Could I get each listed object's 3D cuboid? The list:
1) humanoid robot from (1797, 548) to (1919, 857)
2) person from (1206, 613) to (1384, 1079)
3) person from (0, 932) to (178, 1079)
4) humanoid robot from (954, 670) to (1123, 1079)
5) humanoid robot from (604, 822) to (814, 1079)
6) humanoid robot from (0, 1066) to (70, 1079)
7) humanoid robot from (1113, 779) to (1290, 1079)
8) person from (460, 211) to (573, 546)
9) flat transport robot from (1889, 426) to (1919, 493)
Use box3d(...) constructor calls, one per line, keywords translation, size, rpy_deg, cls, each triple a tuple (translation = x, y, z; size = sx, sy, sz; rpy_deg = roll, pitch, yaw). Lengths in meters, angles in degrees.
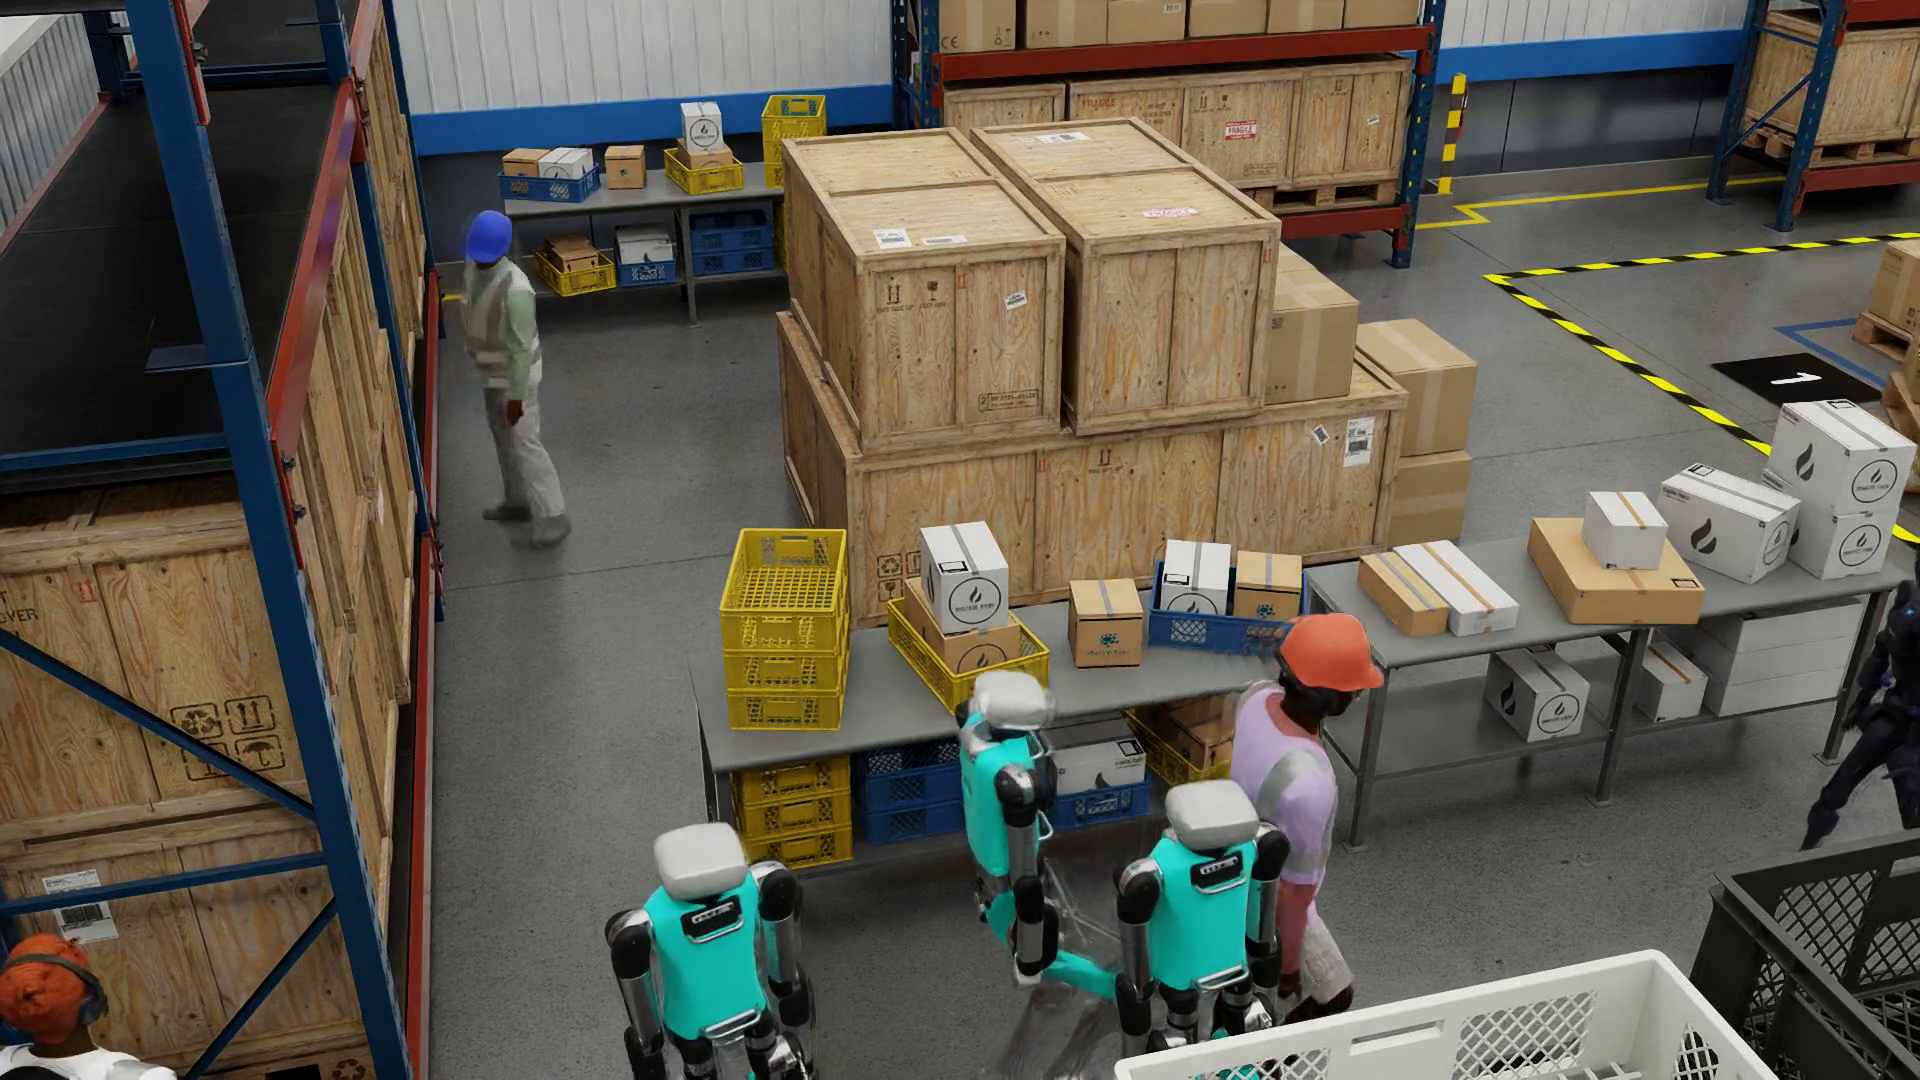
box3d(translation=(3.666, 0.726, 6.405), size=(0.786, 1.639, 0.608), rpy_deg=(0, 29, 0), cls="humanoid robot")
box3d(translation=(1.039, 1.106, 5.296), size=(0.515, 2.019, 0.632), rpy_deg=(-6, 29, -11), cls="person")
box3d(translation=(-2.106, 1.760, 4.256), size=(0.586, 1.882, 0.362), rpy_deg=(3, 29, 5), cls="person")
box3d(translation=(0.335, 1.199, 5.445), size=(0.724, 1.817, 0.546), rpy_deg=(-8, 30, -15), cls="humanoid robot")
box3d(translation=(-0.593, 1.623, 4.632), size=(0.542, 1.742, 0.946), rpy_deg=(-16, 33, -26), cls="humanoid robot")
box3d(translation=(-2.150, 1.920, 4.161), size=(0.380, 1.648, 0.591), rpy_deg=(2, 29, 4), cls="humanoid robot")
box3d(translation=(0.777, 1.532, 4.710), size=(0.531, 1.689, 0.737), rpy_deg=(-13, 31, -22), cls="humanoid robot")
box3d(translation=(-2.449, -0.892, 9.047), size=(0.376, 1.904, 0.720), rpy_deg=(-19, 34, -30), cls="person")
box3d(translation=(5.961, -0.454, 9.912), size=(1.431, 0.197, 0.652), rpy_deg=(7, 30, 13), cls="flat transport robot")
